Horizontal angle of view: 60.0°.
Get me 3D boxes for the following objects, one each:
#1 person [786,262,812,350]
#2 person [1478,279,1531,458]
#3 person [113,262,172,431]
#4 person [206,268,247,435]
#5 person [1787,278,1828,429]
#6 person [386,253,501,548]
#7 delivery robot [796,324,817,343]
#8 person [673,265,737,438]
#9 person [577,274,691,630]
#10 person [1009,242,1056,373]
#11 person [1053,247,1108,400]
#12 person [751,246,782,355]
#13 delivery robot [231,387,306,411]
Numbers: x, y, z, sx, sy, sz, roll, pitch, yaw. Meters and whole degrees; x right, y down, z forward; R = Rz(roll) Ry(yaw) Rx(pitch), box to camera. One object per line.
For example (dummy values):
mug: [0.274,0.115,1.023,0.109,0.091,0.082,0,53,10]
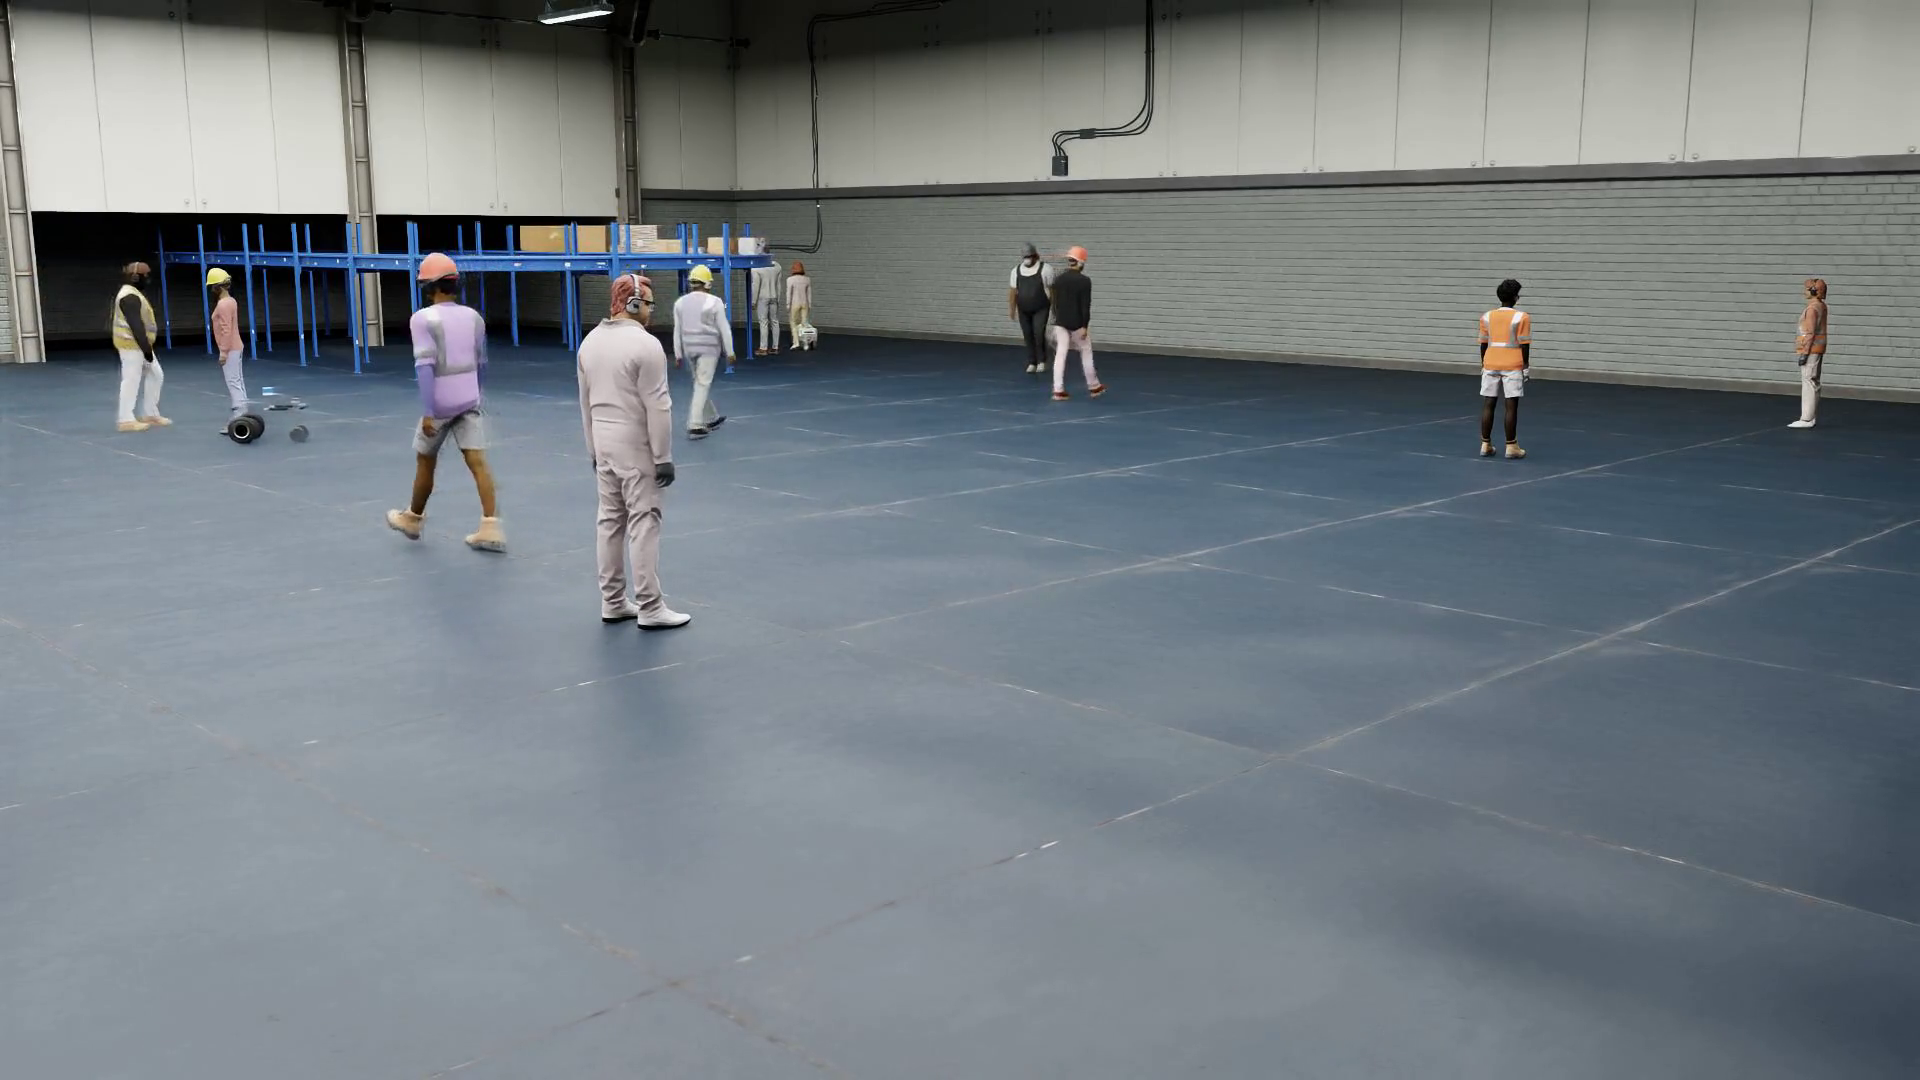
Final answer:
person: [-2.965,-4.317,30.757,0.520,1.606,0.419,-6,12,-30]
person: [5.214,-1.643,15.924,0.319,1.698,0.532,-9,14,-42]
person: [-8.919,-2.107,18.140,0.659,1.816,0.691,-4,11,-21]
person: [-7.841,-2.014,17.785,0.327,1.760,0.523,-3,11,-15]
person: [9.357,-2.048,18.291,0.308,1.640,0.510,8,13,37]
person: [-3.520,-0.949,11.349,1.068,1.980,0.629,7,12,33]
delivery robot: [-2.902,-3.875,31.073,0.477,0.478,0.707,-3,11,-17]
person: [-2.656,-1.998,17.607,0.599,1.788,0.912,6,12,29]
person: [-1.766,-0.477,9.016,0.643,1.901,0.400,9,14,40]
person: [1.097,-3.571,25.617,0.729,2.000,0.581,4,11,20]
person: [1.525,-2.808,21.565,0.630,1.946,0.973,8,13,39]
person: [-3.444,-4.258,29.542,0.628,1.935,0.373,-10,14,-43]
delivery robot: [-7.175,-1.469,17.242,0.698,0.223,0.335,-2,11,-11]
